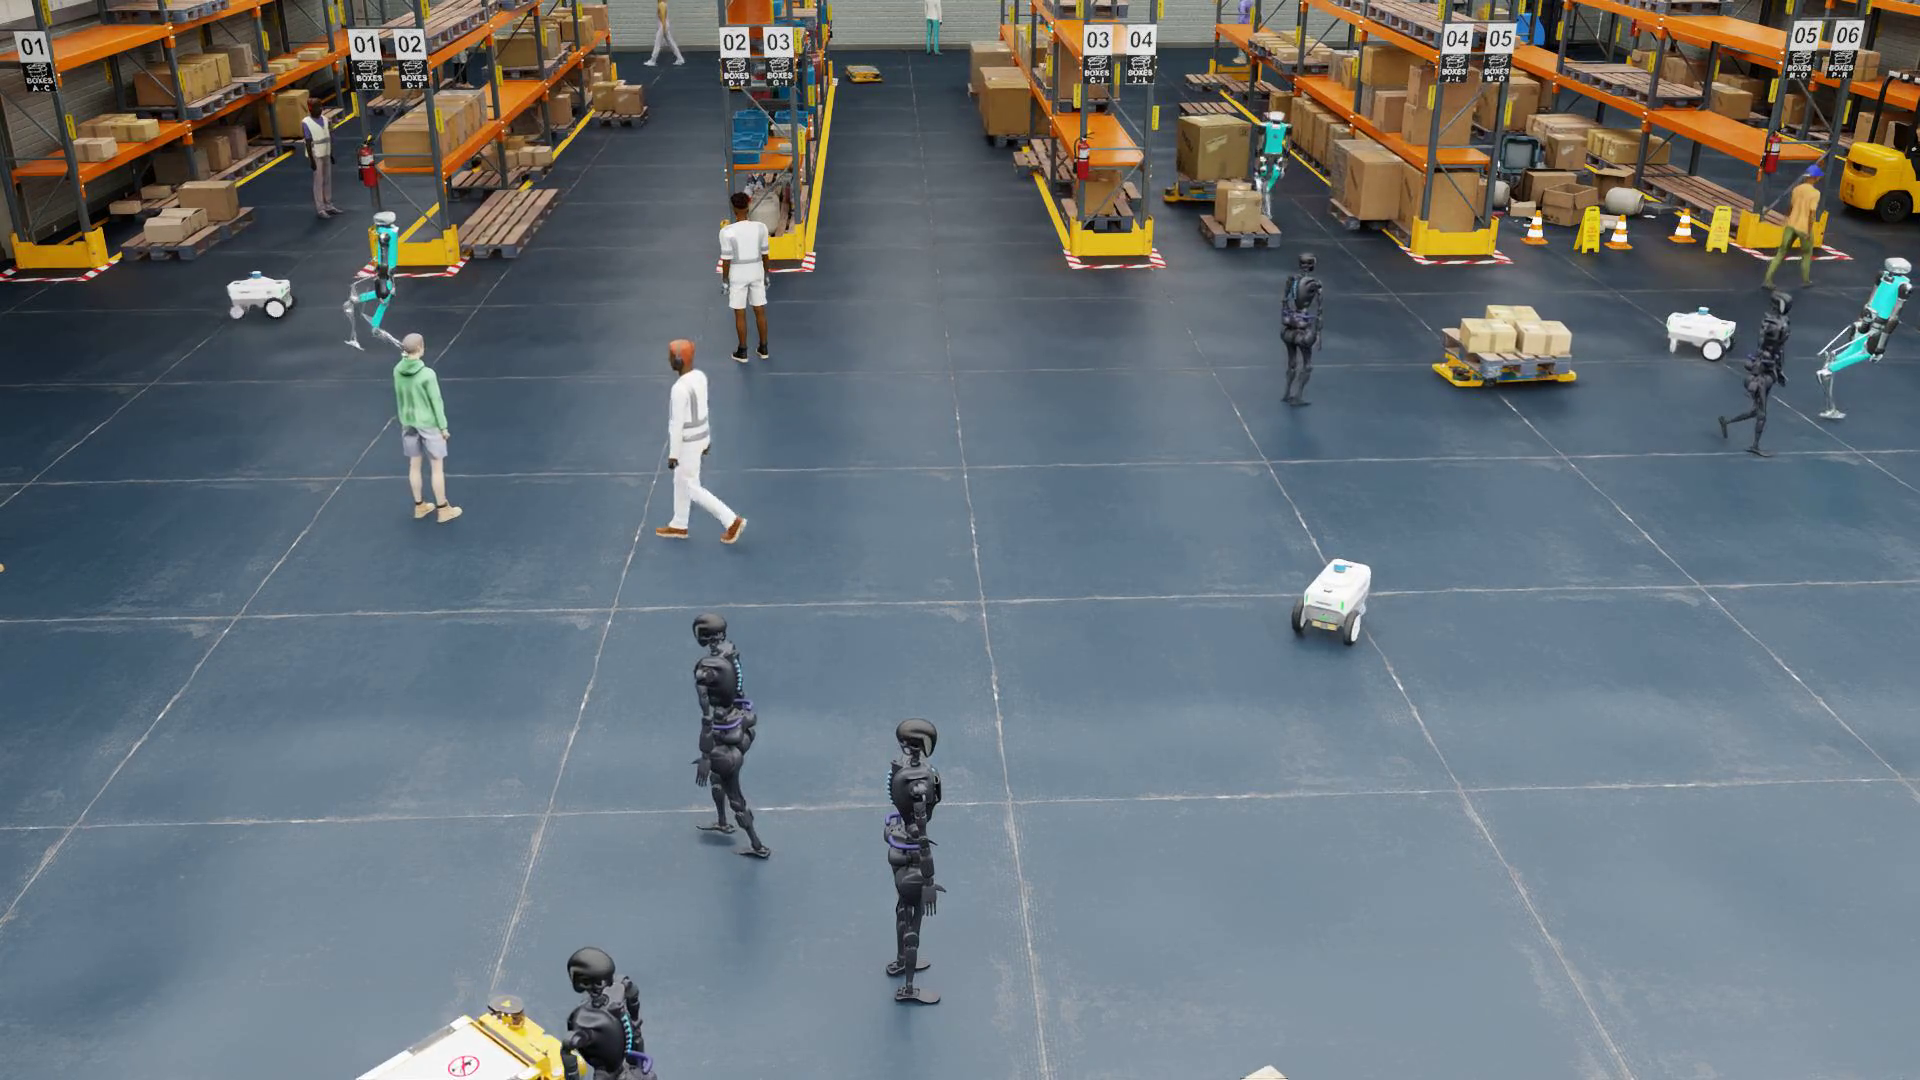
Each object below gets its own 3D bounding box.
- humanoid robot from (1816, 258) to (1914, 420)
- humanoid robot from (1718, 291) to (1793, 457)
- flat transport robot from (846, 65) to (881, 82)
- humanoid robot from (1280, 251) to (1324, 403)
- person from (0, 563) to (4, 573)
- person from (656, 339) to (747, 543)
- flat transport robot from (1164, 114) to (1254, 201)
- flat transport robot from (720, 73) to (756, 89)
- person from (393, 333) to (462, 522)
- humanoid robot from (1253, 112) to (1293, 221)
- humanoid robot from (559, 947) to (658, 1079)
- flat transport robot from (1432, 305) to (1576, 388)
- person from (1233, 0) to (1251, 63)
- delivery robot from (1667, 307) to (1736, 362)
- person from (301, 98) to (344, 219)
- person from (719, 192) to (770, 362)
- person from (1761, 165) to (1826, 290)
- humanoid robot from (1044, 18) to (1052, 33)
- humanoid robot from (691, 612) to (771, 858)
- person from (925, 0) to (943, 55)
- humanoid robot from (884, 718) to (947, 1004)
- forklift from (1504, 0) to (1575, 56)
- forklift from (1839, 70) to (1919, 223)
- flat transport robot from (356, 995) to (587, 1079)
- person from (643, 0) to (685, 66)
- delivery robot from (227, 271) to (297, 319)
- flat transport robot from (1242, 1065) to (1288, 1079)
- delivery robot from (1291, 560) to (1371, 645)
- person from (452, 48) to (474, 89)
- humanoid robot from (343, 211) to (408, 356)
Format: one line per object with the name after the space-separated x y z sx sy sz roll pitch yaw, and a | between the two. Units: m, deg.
9.269 -2.067 17.282 0.852 1.737 0.564 -1 24 -3 | humanoid robot
7.946 -1.693 16.570 0.593 1.637 0.675 -18 30 -35 | humanoid robot
-2.268 -10.963 39.107 0.659 0.231 1.431 -4 24 -9 | flat transport robot
3.646 -2.281 17.882 0.338 1.647 0.597 -17 29 -33 | humanoid robot
-8.358 -0.567 13.763 0.574 1.889 0.378 -17 29 -34 | person
-2.280 -0.832 14.393 0.824 1.861 0.580 4 24 9 | person
4.081 -5.689 27.255 1.431 0.231 0.659 4 24 9 | flat transport robot
-5.074 -10.531 38.135 0.659 0.231 1.431 -7 25 -14 | flat transport robot
-4.825 -1.003 14.924 0.472 1.736 0.328 8 25 18 | person
4.770 -5.817 25.796 0.548 1.737 1.004 -1 24 -1 | humanoid robot
-1.547 2.448 7.251 0.590 1.638 0.589 9 25 19 | humanoid robot
6.166 -1.955 18.865 1.431 0.231 0.659 -4 24 -9 | flat transport robot
7.034 -12.754 41.256 0.421 1.793 0.620 10 26 22 | person
8.735 -2.450 19.599 0.744 0.573 0.500 17 29 34 | delivery robot
-9.990 -5.961 25.931 0.373 1.840 0.568 6 25 13 | person
-2.477 -3.032 19.204 0.607 1.962 0.368 -13 27 -26 | person
11.100 -4.132 22.022 0.879 1.673 0.460 -11 26 -24 | person
2.230 -12.916 41.671 0.530 1.728 0.983 -14 28 -29 | humanoid robot
-1.441 1.187 10.089 0.552 1.645 0.613 7 25 14 | humanoid robot
-0.675 -13.325 42.568 0.524 1.772 0.304 18 30 34 | person
-0.244 1.687 8.932 0.315 1.657 0.599 -3 24 -8 | humanoid robot
14.700 -13.805 42.301 1.873 2.768 1.129 -1 24 -2 | forklift
15.132 -6.143 25.915 2.313 2.155 1.214 -1 24 -2 | forklift
-2.620 2.793 8.196 0.659 0.231 1.431 19 30 37 | flat transport robot
-7.298 -12.587 40.865 1.004 1.810 0.543 0 24 0 | person
-8.868 -3.109 21.100 0.790 0.589 0.499 -2 24 -4 | delivery robot
1.317 3.300 7.057 1.431 0.231 0.659 -15 28 -31 | flat transport robot
2.961 0.455 13.100 0.500 0.595 0.767 13 27 27 | delivery robot
-11.307 -11.054 37.554 0.534 1.696 0.318 15 28 30 | person
-6.899 -2.922 19.339 1.066 1.771 0.530 -3 24 -6 | humanoid robot
